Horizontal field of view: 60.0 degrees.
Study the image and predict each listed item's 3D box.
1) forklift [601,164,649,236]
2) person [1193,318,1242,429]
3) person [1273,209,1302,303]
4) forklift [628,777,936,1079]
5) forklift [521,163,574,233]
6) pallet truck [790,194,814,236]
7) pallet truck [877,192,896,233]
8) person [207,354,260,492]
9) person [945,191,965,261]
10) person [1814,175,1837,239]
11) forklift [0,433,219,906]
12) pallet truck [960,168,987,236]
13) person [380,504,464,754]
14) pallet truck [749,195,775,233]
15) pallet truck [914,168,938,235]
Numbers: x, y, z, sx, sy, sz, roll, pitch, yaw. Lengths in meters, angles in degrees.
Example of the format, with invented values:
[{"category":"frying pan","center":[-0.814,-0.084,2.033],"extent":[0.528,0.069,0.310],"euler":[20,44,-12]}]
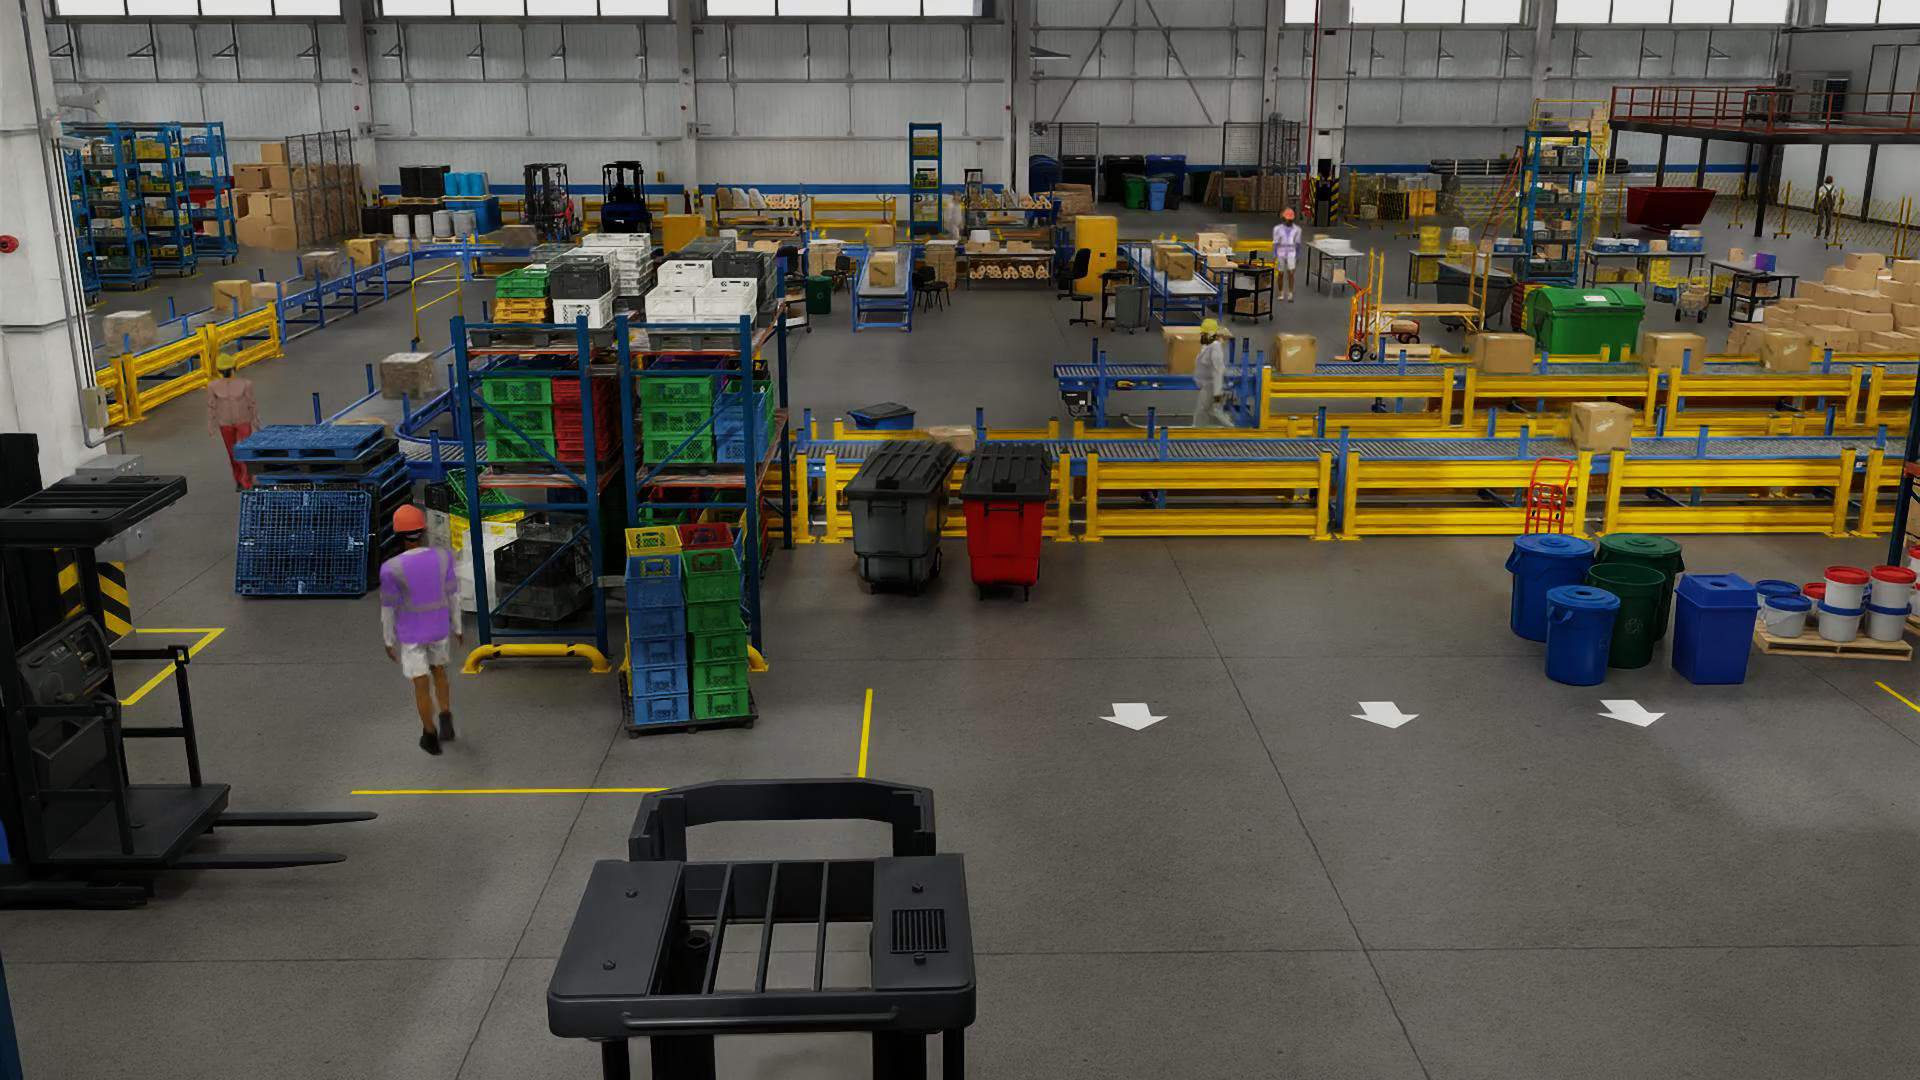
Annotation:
[{"category":"forklift","center":[-9.948,-10.127,49.296],"extent":[1.157,1.987,2.680],"euler":[-1,16,-3]},{"category":"person","center":[3.395,-2.071,22.193],"extent":[0.756,1.807,0.591],"euler":[0,16,2]},{"category":"person","center":[7.064,-6.131,35.958],"extent":[0.616,1.997,1.006],"euler":[2,16,7]},{"category":"forklift","center":[-0.542,2.165,5.552],"extent":[1.129,2.768,1.873],"euler":[-1,16,-2]},{"category":"forklift","center":[-12.233,-10.122,49.298],"extent":[1.157,1.987,2.680],"euler":[0,16,-1]},{"category":"pallet truck","center":[-4.814,-9.883,50.259],"extent":[0.704,1.261,1.522],"euler":[-1,16,-3]},{"category":"pallet truck","center":[-2.277,-9.986,50.594],"extent":[0.653,1.274,1.630],"euler":[0,16,-1]},{"category":"person","center":[-8.683,-1.359,19.870],"extent":[0.545,1.720,0.902],"euler":[-4,17,-15]},{"category":"person","center":[-0.081,-8.000,42.654],"extent":[0.812,1.876,0.687],"euler":[5,17,17]},{"category":"person","center":[25.474,-9.789,48.946],"extent":[0.505,1.846,0.346],"euler":[3,16,9]},{"category":"forklift","center":[-5.952,0.780,10.366],"extent":[1.873,2.768,1.129],"euler":[0,16,-1]},{"category":"pallet truck","center":[0.383,-10.230,50.206],"extent":[0.823,1.965,1.885],"euler":[-1,16,-3]},{"category":"person","center":[-4.030,0.670,12.452],"extent":[0.578,1.922,0.404],"euler":[-12,20,-35]},{"category":"pallet truck","center":[-6.051,-9.967,50.660],"extent":[0.680,1.201,1.601],"euler":[0,16,-1]},{"category":"pallet truck","center":[-0.989,-10.316,50.507],"extent":[0.823,1.965,1.885],"euler":[1,16,3]}]
